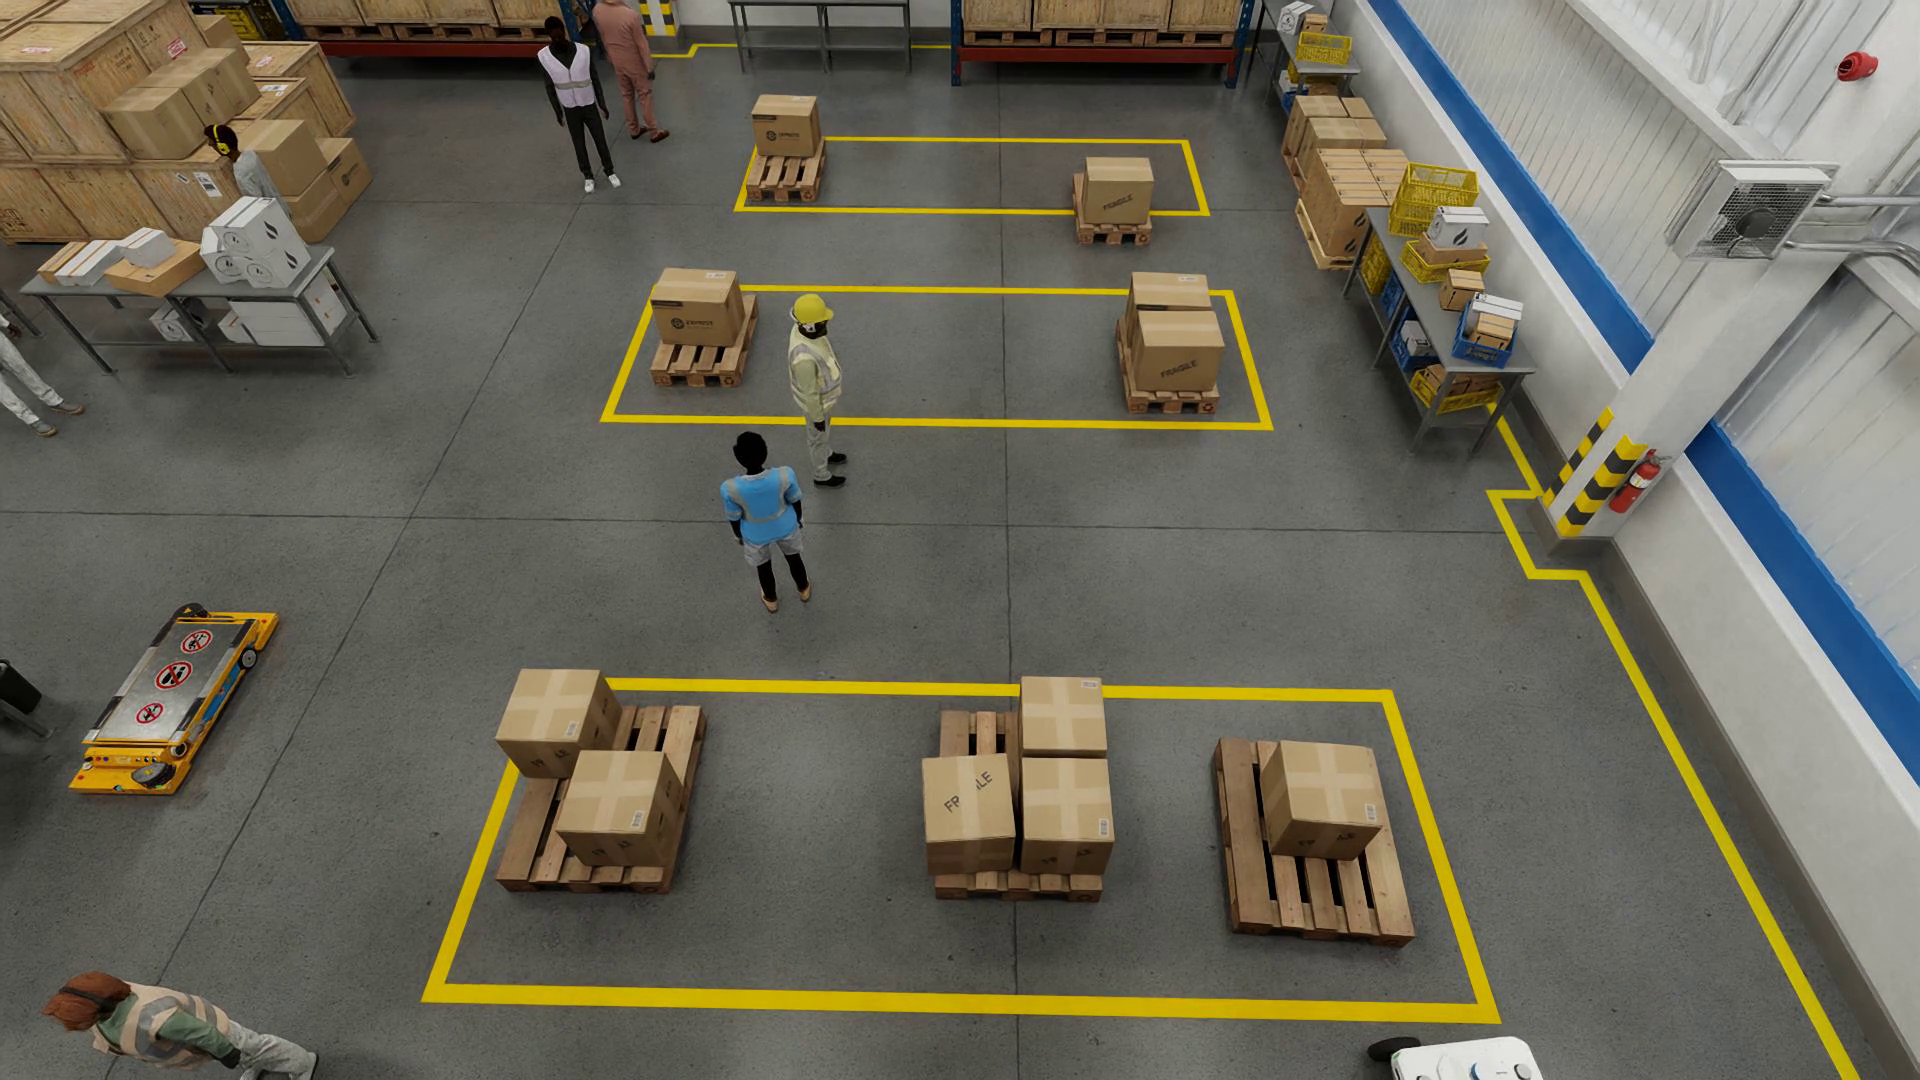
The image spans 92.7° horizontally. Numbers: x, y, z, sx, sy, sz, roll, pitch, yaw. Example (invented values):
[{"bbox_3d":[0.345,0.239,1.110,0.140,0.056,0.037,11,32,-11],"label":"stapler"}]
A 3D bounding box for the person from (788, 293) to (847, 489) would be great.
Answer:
[{"bbox_3d":[-1.128,-1.170,7.333,0.403,1.826,0.598,-2,50,-1],"label":"person"}]

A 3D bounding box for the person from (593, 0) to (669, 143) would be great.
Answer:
[{"bbox_3d":[-4.036,-5.882,11.271,0.657,1.900,0.394,17,52,14],"label":"person"}]

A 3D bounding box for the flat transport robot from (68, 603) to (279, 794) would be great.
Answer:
[{"bbox_3d":[-5.504,1.072,6.442,0.652,0.197,1.431,1,50,1],"label":"flat transport robot"}]

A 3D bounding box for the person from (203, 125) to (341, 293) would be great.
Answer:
[{"bbox_3d":[-6.696,-3.130,8.958,0.311,1.869,0.532,-14,51,-11],"label":"person"}]

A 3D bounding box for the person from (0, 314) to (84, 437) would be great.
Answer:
[{"bbox_3d":[-8.342,-1.723,7.756,0.356,1.887,0.573,11,51,9],"label":"person"}]

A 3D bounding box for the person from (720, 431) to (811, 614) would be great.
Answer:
[{"bbox_3d":[-1.356,-0.098,6.504,0.542,1.695,0.316,-17,52,-14],"label":"person"}]

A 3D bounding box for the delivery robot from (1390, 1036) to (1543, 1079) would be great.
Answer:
[{"bbox_3d":[2.616,2.798,4.734,0.707,0.478,0.477,-4,50,-4],"label":"delivery robot"}]

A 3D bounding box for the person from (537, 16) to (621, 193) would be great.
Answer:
[{"bbox_3d":[-4.350,-4.971,10.484,0.590,1.918,0.389,-18,52,-15],"label":"person"}]

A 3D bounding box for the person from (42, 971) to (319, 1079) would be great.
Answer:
[{"bbox_3d":[-3.710,2.400,4.424,0.515,1.645,0.309,10,50,8],"label":"person"}]
